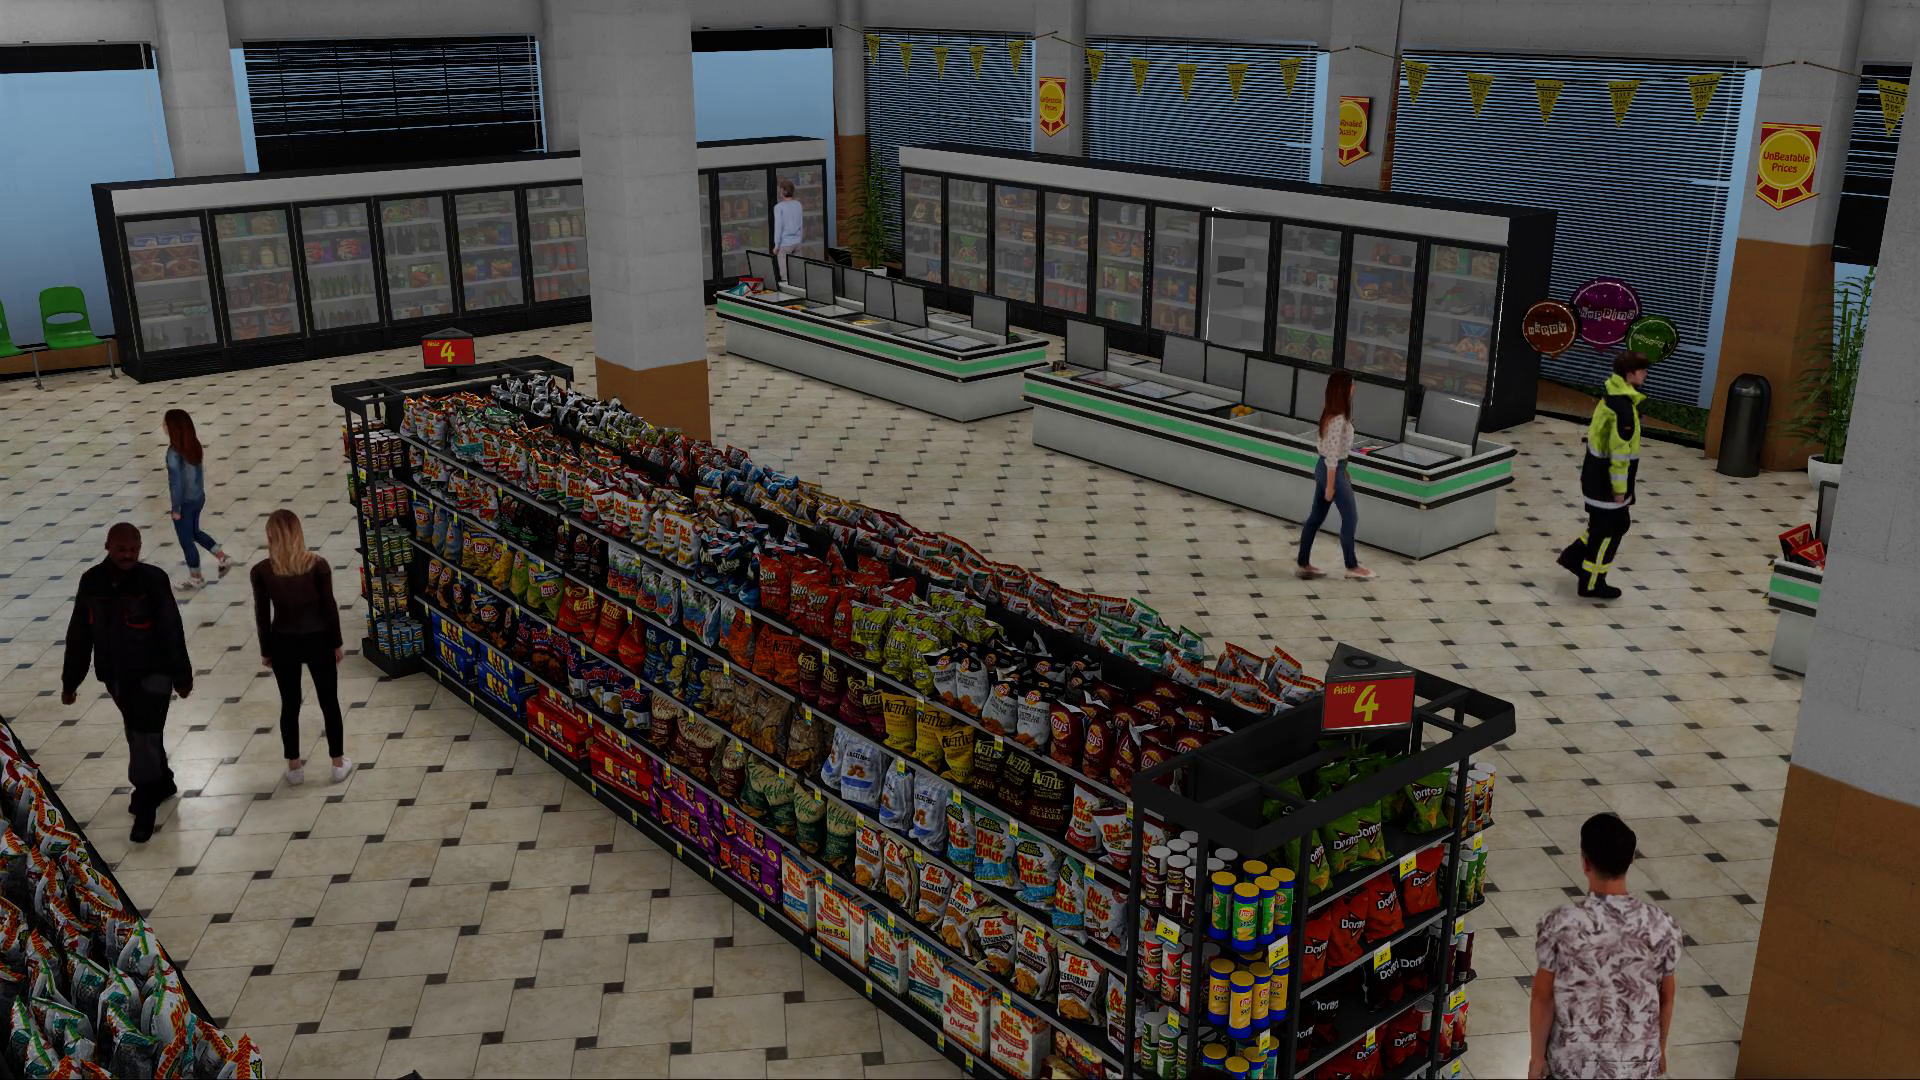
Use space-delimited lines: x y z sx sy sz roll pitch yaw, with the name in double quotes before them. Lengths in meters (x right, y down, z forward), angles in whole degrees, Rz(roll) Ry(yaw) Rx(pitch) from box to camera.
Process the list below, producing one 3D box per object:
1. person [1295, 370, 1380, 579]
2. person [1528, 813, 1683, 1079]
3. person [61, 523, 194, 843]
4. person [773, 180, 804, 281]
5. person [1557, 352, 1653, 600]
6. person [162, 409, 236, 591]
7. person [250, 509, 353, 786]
"person" 2.885 -0.506 13.309 0.974 1.707 0.918 1 19 3
"person" 2.341 1.906 6.043 1.155 1.779 1.103 7 20 19
"person" -4.658 0.722 9.530 1.085 1.794 1.145 3 19 8
"person" -2.474 -4.280 24.210 0.650 1.894 0.555 -15 24 -38
"person" 4.947 -0.506 12.900 0.998 1.968 0.953 4 19 11
"person" -6.018 -0.312 13.111 0.833 1.466 0.777 1 19 2
"person" -3.932 0.651 9.896 0.693 1.695 0.693 -3 19 -8
